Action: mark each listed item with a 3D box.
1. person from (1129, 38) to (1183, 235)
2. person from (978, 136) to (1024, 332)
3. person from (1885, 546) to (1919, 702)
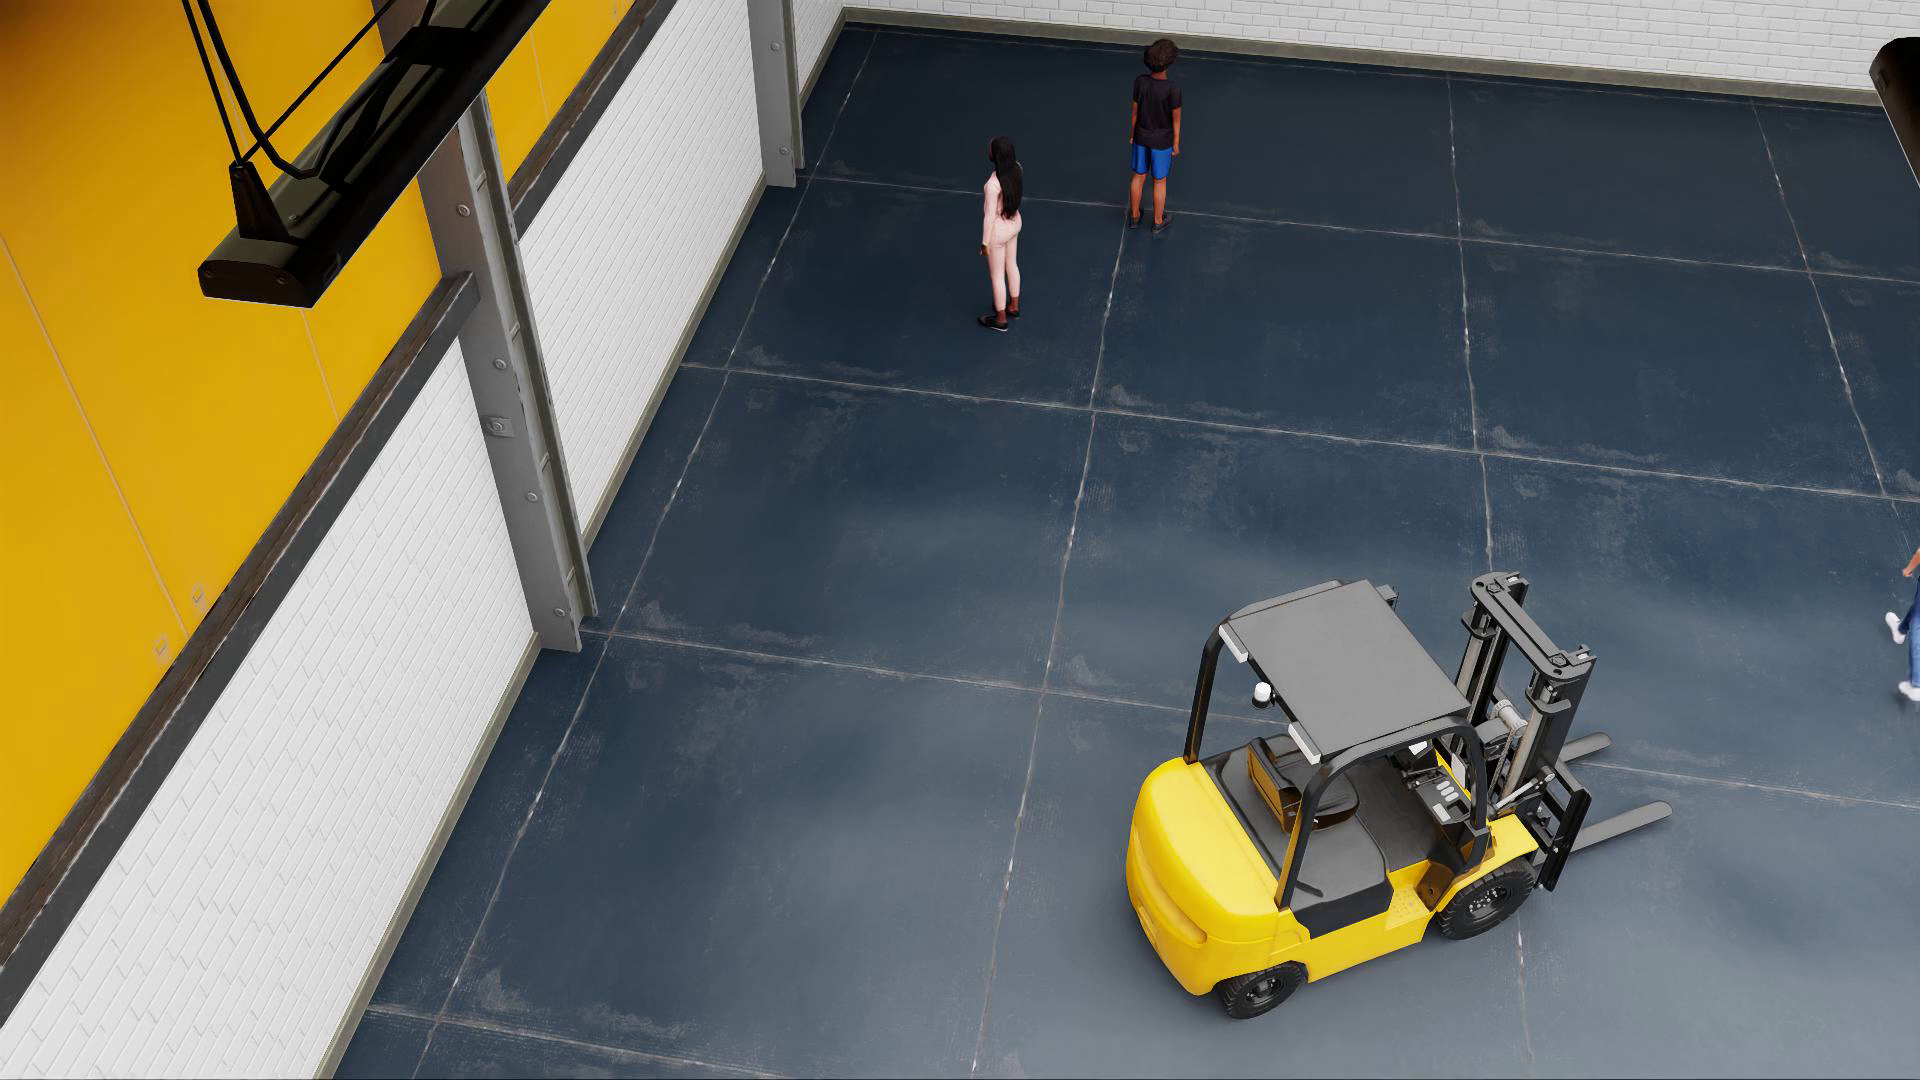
[{"bbox_3d":[1.688,-3.520,14.521,0.676,1.797,0.650,19,47,19],"label":"person"},{"bbox_3d":[0.348,-2.495,13.502,0.740,1.718,0.582,23,48,22],"label":"person"},{"bbox_3d":[6.315,0.291,10.602,0.638,1.684,1.100,5,44,6],"label":"person"}]
